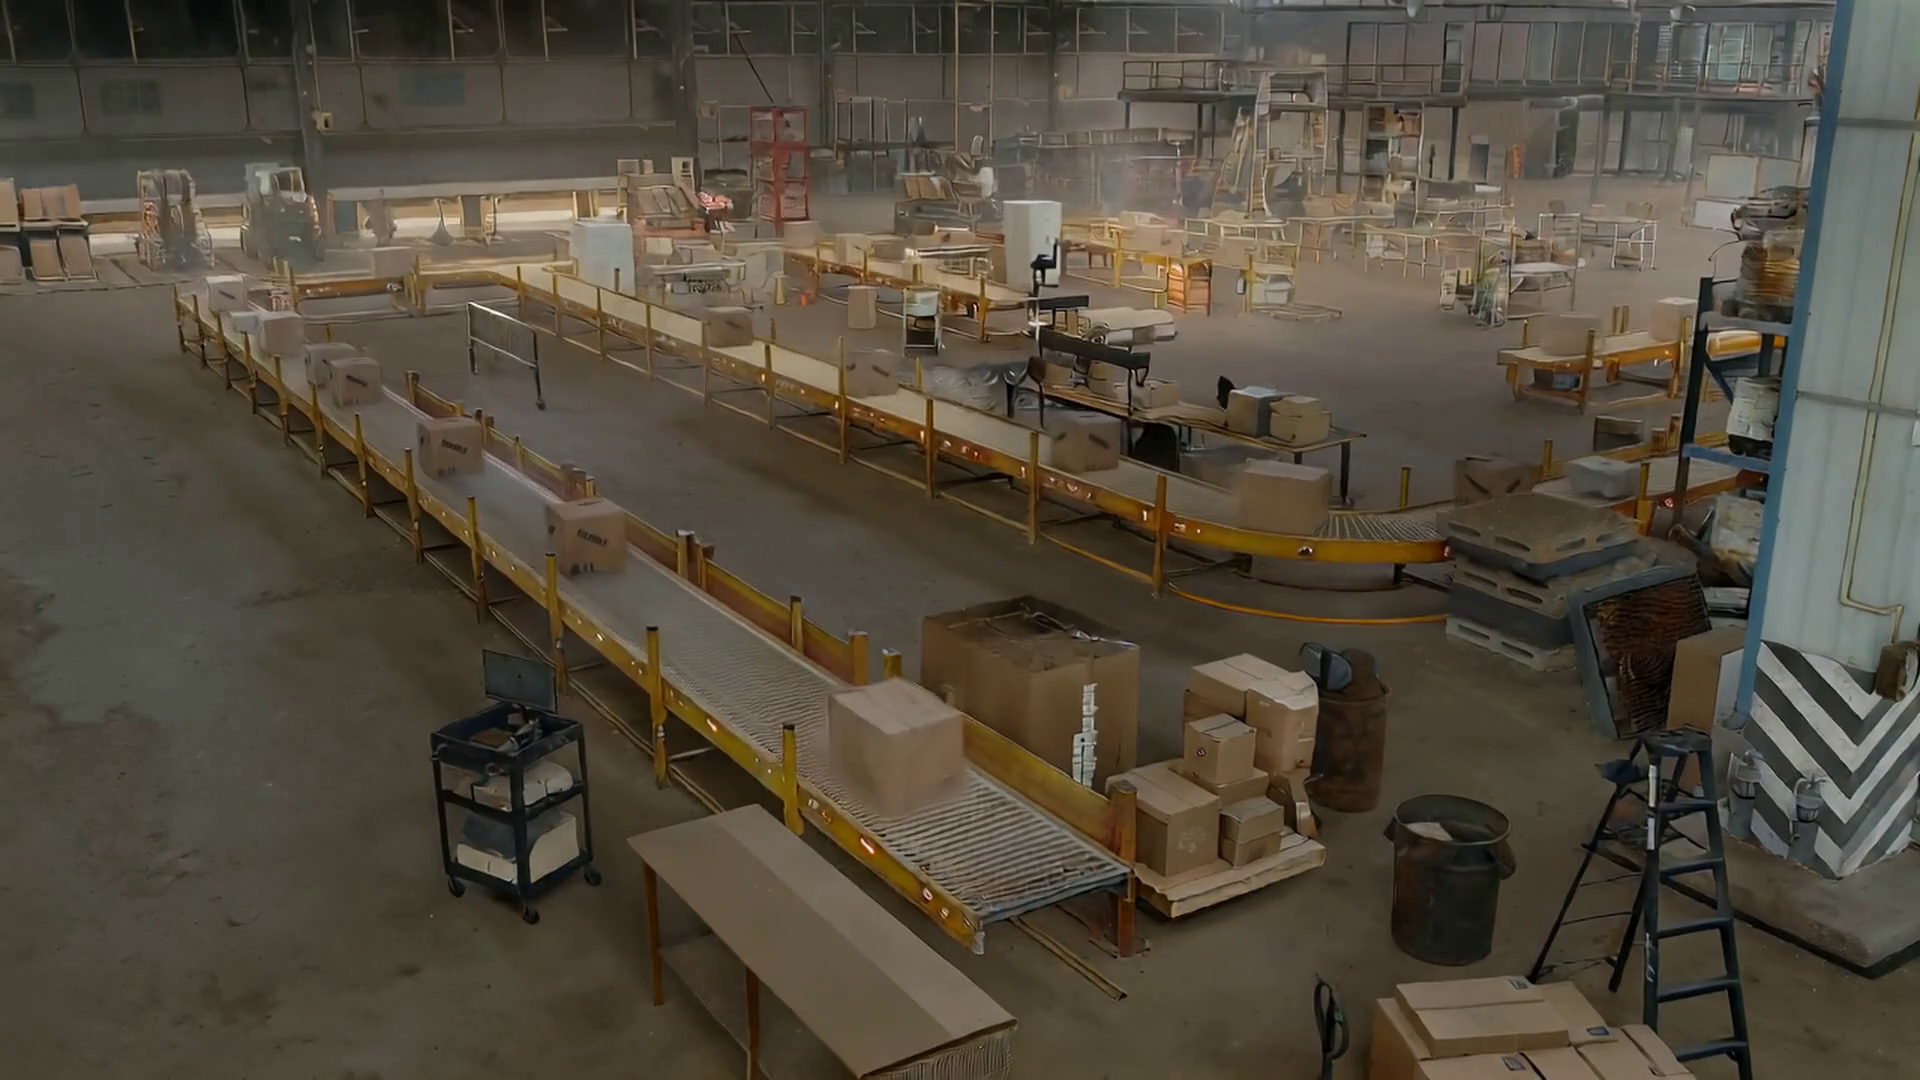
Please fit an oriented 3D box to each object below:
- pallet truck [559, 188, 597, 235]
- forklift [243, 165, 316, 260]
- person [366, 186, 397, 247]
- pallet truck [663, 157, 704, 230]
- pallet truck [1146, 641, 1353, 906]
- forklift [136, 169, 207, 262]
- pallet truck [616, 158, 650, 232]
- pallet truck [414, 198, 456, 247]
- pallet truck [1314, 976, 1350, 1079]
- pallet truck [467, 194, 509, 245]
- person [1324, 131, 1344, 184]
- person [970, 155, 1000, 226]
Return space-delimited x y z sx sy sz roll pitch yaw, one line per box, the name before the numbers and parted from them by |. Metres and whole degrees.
pallet truck | -10.010 -8.652 43.699 0.653 1.274 1.630 -10 20 -31
forklift | -15.898 -7.669 38.708 1.157 1.987 2.680 -11 20 -33
person | -12.749 -6.852 36.687 0.663 1.894 0.515 7 18 21
pallet truck | -7.586 -9.308 44.692 0.823 1.965 1.885 -11 20 -33
pallet truck | 1.664 1.407 10.232 1.630 1.274 0.653 -10 20 -31
forklift | -17.842 -7.318 37.559 1.157 1.987 2.680 -10 20 -31
pallet truck | -8.918 -9.176 44.255 0.823 1.965 1.885 -9 19 -27
pallet truck | -13.250 -8.060 41.856 0.680 1.201 1.601 -10 20 -31
pallet truck | 2.299 2.390 7.086 1.601 1.201 0.680 -2 17 -7
pallet truck | -11.983 -8.177 42.137 0.704 1.261 1.522 -11 20 -33
person | 13.387 -13.684 59.490 0.741 1.865 0.584 9 19 27
person | 0.739 -9.483 45.309 1.064 1.997 0.617 13 21 37
